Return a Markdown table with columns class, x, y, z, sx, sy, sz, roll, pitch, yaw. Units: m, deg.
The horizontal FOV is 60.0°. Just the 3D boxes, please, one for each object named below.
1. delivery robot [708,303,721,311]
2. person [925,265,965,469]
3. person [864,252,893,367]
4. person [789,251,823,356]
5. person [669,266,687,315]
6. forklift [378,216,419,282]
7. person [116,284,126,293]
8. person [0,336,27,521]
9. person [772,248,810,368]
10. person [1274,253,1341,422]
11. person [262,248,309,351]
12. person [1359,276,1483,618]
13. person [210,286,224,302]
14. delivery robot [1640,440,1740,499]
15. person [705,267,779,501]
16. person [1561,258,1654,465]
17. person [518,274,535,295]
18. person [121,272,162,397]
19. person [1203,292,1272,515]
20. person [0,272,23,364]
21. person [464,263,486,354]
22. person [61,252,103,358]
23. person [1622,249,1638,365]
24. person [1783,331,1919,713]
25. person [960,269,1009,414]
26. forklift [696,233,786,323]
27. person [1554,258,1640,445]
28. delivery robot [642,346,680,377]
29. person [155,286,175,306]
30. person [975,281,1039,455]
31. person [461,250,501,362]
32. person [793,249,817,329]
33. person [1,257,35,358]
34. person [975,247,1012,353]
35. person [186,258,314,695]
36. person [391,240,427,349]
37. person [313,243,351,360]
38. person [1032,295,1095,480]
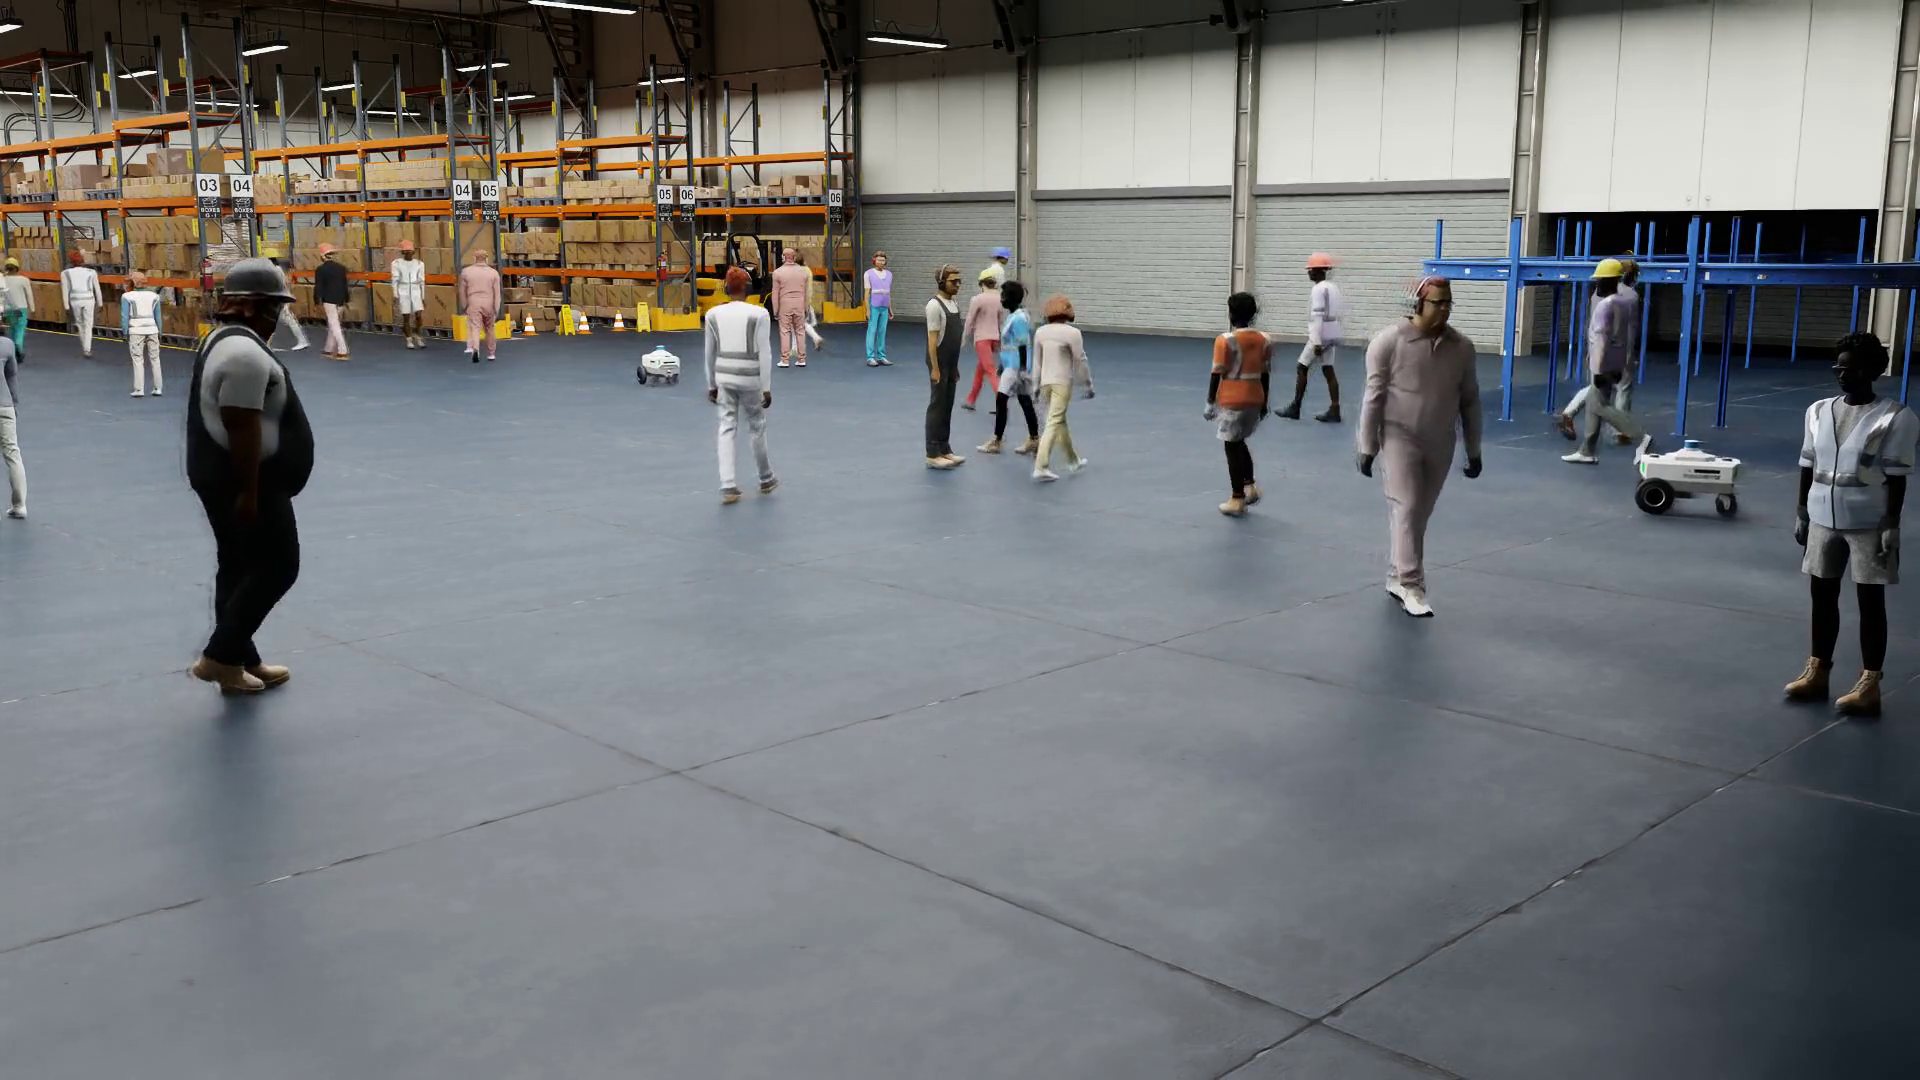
| class | x | y | z | sx | sy | sz | roll | pitch | yaw |
| --- | --- | --- | --- | --- | --- | --- | --- | --- | --- |
| delivery robot | -5.616 | -5.296 | 38.822 | 0.477 | 0.478 | 0.707 | -6 | 12 | -29 |
| person | -0.143 | -1.591 | 15.235 | 0.325 | 1.843 | 0.516 | 4 | 11 | 23 |
| person | -1.333 | -3.763 | 27.092 | 0.565 | 1.841 | 0.396 | -10 | 14 | -44 |
| person | -2.771 | -4.144 | 29.195 | 0.572 | 1.828 | 0.630 | 5 | 11 | 23 |
| person | -6.991 | -6.204 | 40.776 | 0.535 | 1.698 | 0.744 | 7 | 12 | 33 |
| forklift | -17.868 | -9.201 | 54.028 | 1.873 | 2.768 | 1.129 | -10 | 14 | -44 |
| person | -20.067 | -6.130 | 39.783 | 0.706 | 1.911 | 0.647 | 4 | 11 | 22 |
| person | -7.213 | -0.954 | 12.338 | 0.281 | 1.634 | 0.498 | 5 | 12 | 25 |
| person | -2.742 | -3.750 | 26.884 | 0.636 | 1.899 | 0.402 | -5 | 11 | -24 |
| person | 4.003 | -2.309 | 18.991 | 0.872 | 1.900 | 0.568 | 6 | 12 | 31 |
| person | -12.528 | -4.402 | 30.512 | 1.050 | 1.873 | 0.602 | -5 | 12 | -27 |
| person | 2.617 | -0.514 | 9.261 | 0.667 | 1.873 | 0.876 | -2 | 11 | -13 |
| person | -16.302 | -5.570 | 36.867 | 0.603 | 1.882 | 0.959 | -6 | 12 | -30 |
| delivery robot | 5.624 | -0.527 | 12.819 | 0.707 | 0.478 | 0.477 | 4 | 11 | 23 |
| person | -1.756 | -1.260 | 13.409 | 0.604 | 1.850 | 0.811 | 3 | 11 | 14 |
| person | 5.998 | -1.623 | 15.260 | 0.781 | 1.905 | 0.590 | 8 | 13 | 37 |
| person | -12.510 | -7.637 | 47.951 | 0.545 | 1.938 | 0.360 | -8 | 13 | -37 |
| person | -10.769 | -2.711 | 21.932 | 0.311 | 1.633 | 0.519 | 9 | 13 | 39 |
| person | 2.097 | -1.037 | 12.655 | 0.539 | 1.687 | 0.402 | -8 | 13 | -37 |
| person | -15.606 | -3.728 | 26.809 | 0.634 | 1.879 | 1.008 | 3 | 11 | 16 |
| person | -8.752 | -4.210 | 30.135 | 0.522 | 1.617 | 0.645 | 3 | 11 | 15 |
| person | -15.308 | -4.107 | 29.022 | 0.591 | 1.833 | 0.997 | -4 | 11 | -21 |
| person | 10.945 | -3.825 | 27.352 | 0.327 | 1.872 | 0.516 | -6 | 12 | -29 |
| person | 3.984 | -0.085 | 7.450 | 0.323 | 1.689 | 0.530 | -6 | 12 | -29 |
| person | 0.319 | -2.380 | 19.926 | 0.897 | 1.716 | 0.544 | 9 | 14 | 42 |
| forklift | -5.496 | -6.489 | 41.108 | 2.313 | 2.155 | 1.214 | -10 | 14 | -44 |
| person | 6.529 | -1.906 | 16.863 | 0.902 | 1.887 | 0.689 | -3 | 11 | -18 |
| delivery robot | -4.270 | -2.528 | 23.729 | 0.477 | 0.478 | 0.707 | -6 | 12 | -30 |
| person | -19.114 | -6.027 | 40.118 | 0.887 | 1.589 | 0.520 | 6 | 12 | 28 |
| person | 0.445 | -1.652 | 16.041 | 0.754 | 1.667 | 0.538 | 0 | 10 | 1 |
| person | -8.049 | -3.935 | 27.950 | 0.647 | 1.875 | 0.882 | -2 | 11 | -13 |
| person | -3.598 | -5.724 | 37.880 | 0.533 | 1.814 | 0.988 | -10 | 14 | -43 |
| person | -16.272 | -3.992 | 28.645 | 0.542 | 1.737 | 0.766 | -3 | 11 | -14 |
| person | 0.681 | -4.285 | 29.789 | 0.907 | 1.888 | 0.590 | 0 | 10 | -1 |
| person | -3.279 | -0.282 | 7.682 | 0.564 | 2.000 | 0.707 | -8 | 13 | -36 |
| person | -10.206 | -4.542 | 30.886 | 0.619 | 2.007 | 0.914 | -5 | 12 | -26 |
| person | -10.831 | -4.064 | 28.380 | 0.904 | 1.961 | 0.653 | 4 | 11 | 22 |
| person | 0.882 | -1.338 | 14.551 | 0.814 | 1.591 | 0.514 | -9 | 14 | -42 |
